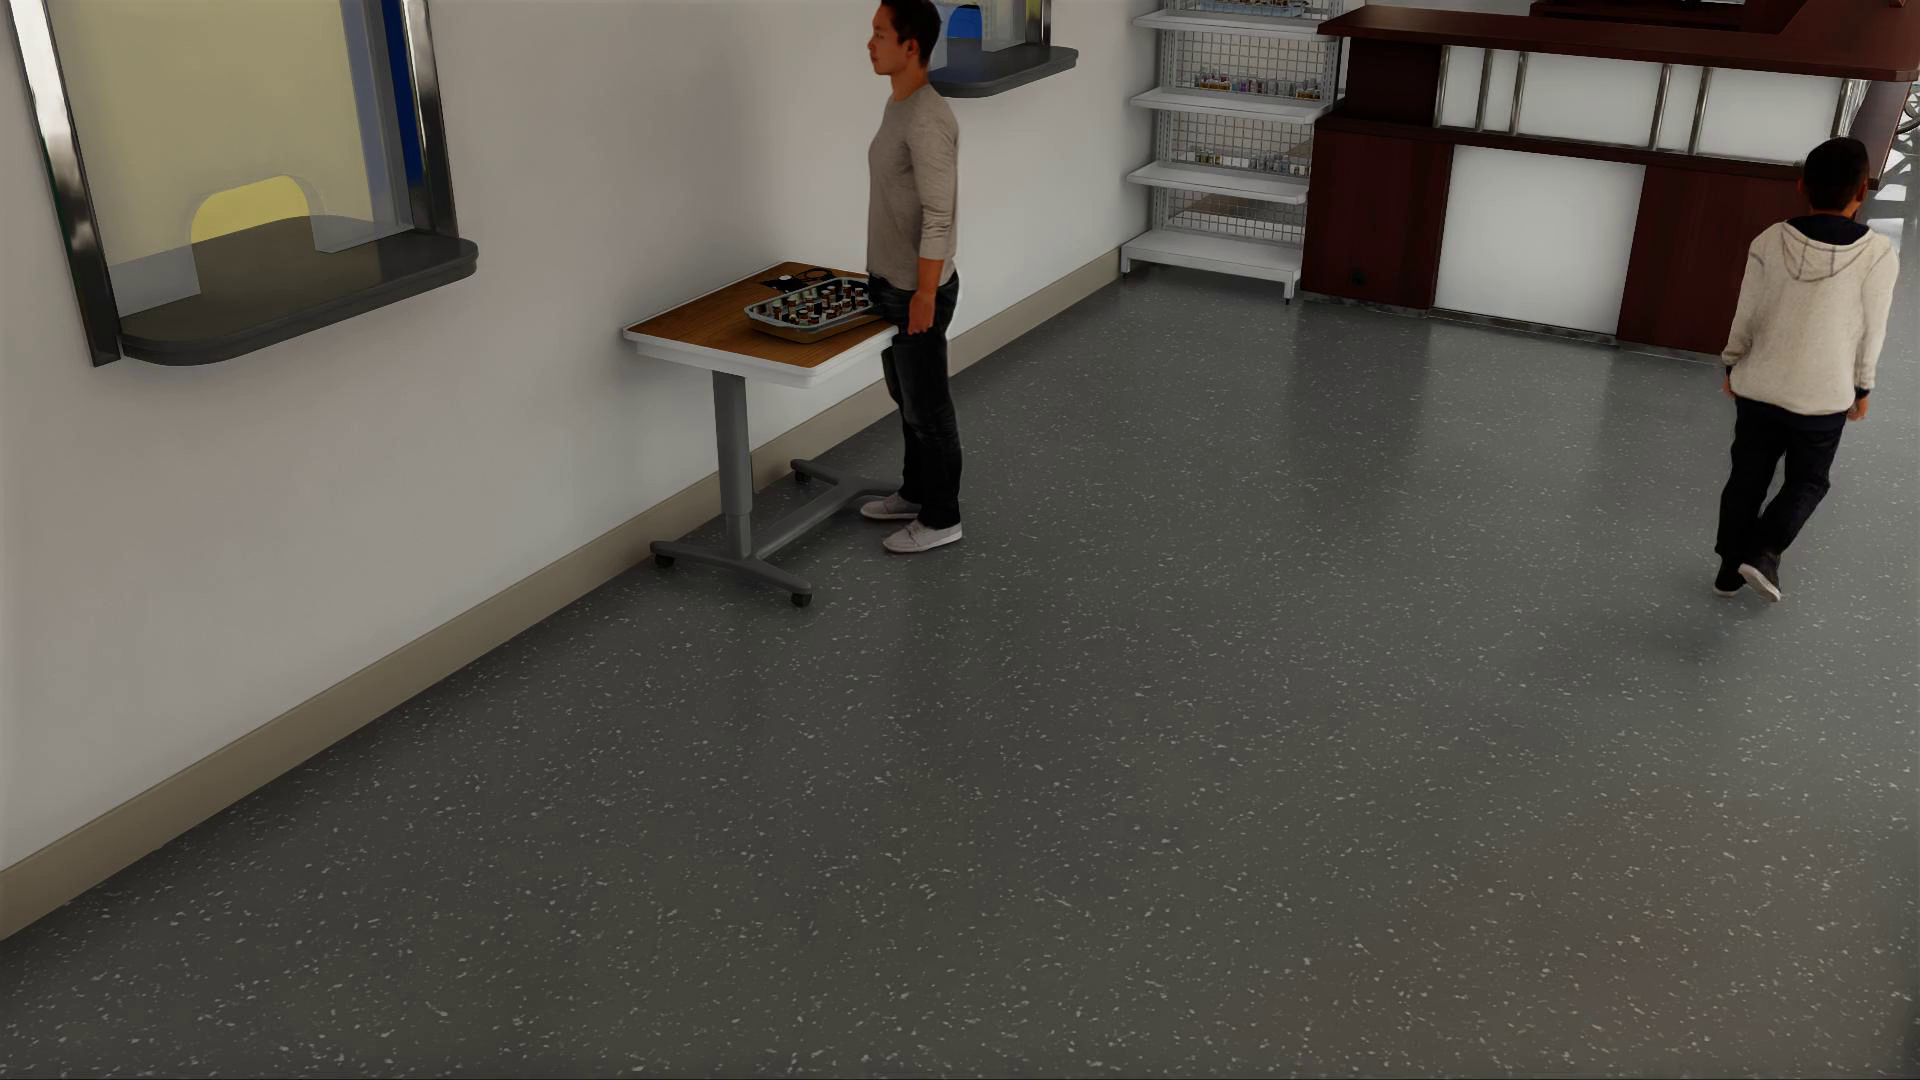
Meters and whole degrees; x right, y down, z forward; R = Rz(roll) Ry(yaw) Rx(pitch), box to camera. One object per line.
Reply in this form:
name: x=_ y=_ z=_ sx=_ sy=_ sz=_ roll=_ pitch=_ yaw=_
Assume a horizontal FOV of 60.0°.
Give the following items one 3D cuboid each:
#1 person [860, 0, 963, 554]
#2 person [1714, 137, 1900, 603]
person: x=-0.139 y=-0.844 z=5.382 sx=0.784 sy=1.811 sz=0.722 roll=-7 pitch=27 yaw=-14
person: x=2.486 y=-0.456 z=4.997 sx=0.612 sy=1.447 sz=0.710 roll=21 pitch=33 yaw=36
